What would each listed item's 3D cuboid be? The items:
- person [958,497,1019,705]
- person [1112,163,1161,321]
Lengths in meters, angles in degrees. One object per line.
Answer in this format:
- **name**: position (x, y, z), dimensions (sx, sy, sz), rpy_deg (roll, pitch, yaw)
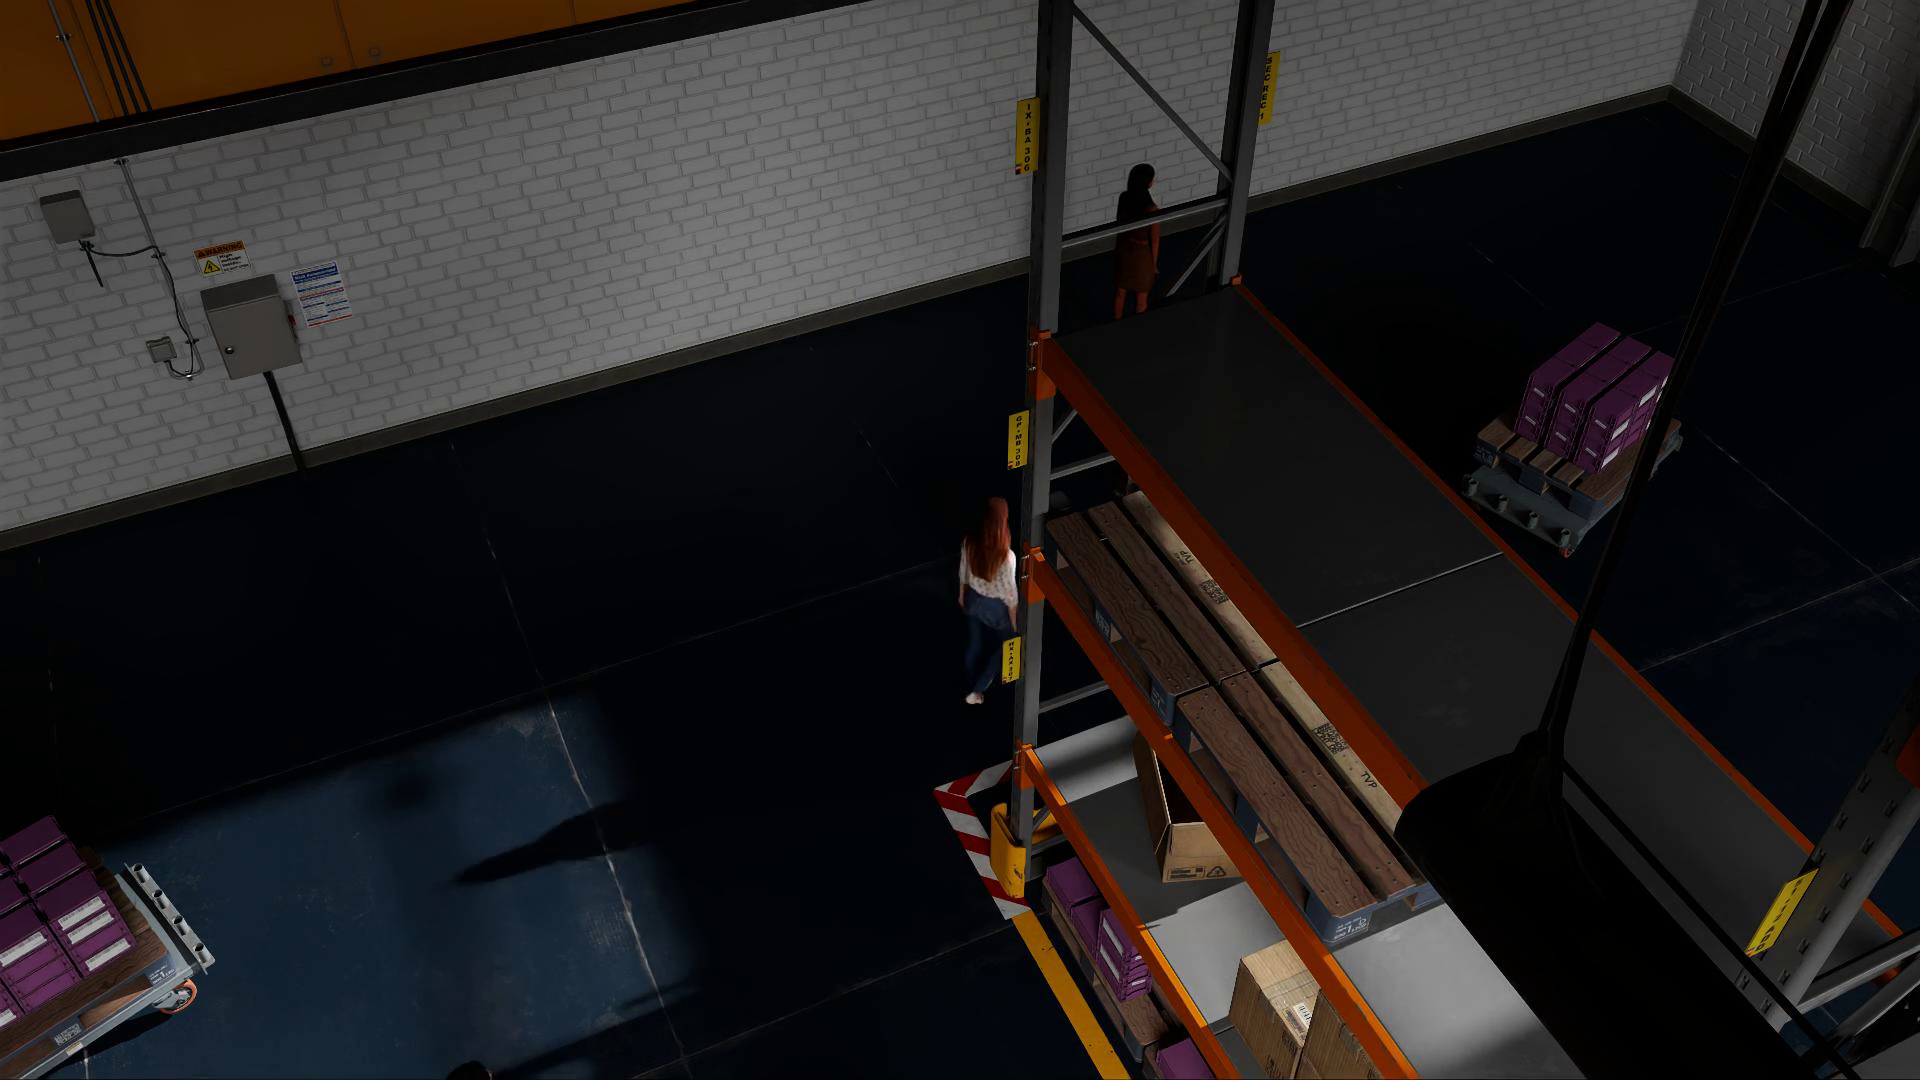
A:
- **person**: position (0.141, 0.463, 10.469), dimensions (0.748, 1.722, 0.818), rpy_deg (28, 50, 26)
- **person**: position (1.403, -2.265, 13.357), dimensions (0.556, 1.690, 0.681), rpy_deg (34, 53, 30)
